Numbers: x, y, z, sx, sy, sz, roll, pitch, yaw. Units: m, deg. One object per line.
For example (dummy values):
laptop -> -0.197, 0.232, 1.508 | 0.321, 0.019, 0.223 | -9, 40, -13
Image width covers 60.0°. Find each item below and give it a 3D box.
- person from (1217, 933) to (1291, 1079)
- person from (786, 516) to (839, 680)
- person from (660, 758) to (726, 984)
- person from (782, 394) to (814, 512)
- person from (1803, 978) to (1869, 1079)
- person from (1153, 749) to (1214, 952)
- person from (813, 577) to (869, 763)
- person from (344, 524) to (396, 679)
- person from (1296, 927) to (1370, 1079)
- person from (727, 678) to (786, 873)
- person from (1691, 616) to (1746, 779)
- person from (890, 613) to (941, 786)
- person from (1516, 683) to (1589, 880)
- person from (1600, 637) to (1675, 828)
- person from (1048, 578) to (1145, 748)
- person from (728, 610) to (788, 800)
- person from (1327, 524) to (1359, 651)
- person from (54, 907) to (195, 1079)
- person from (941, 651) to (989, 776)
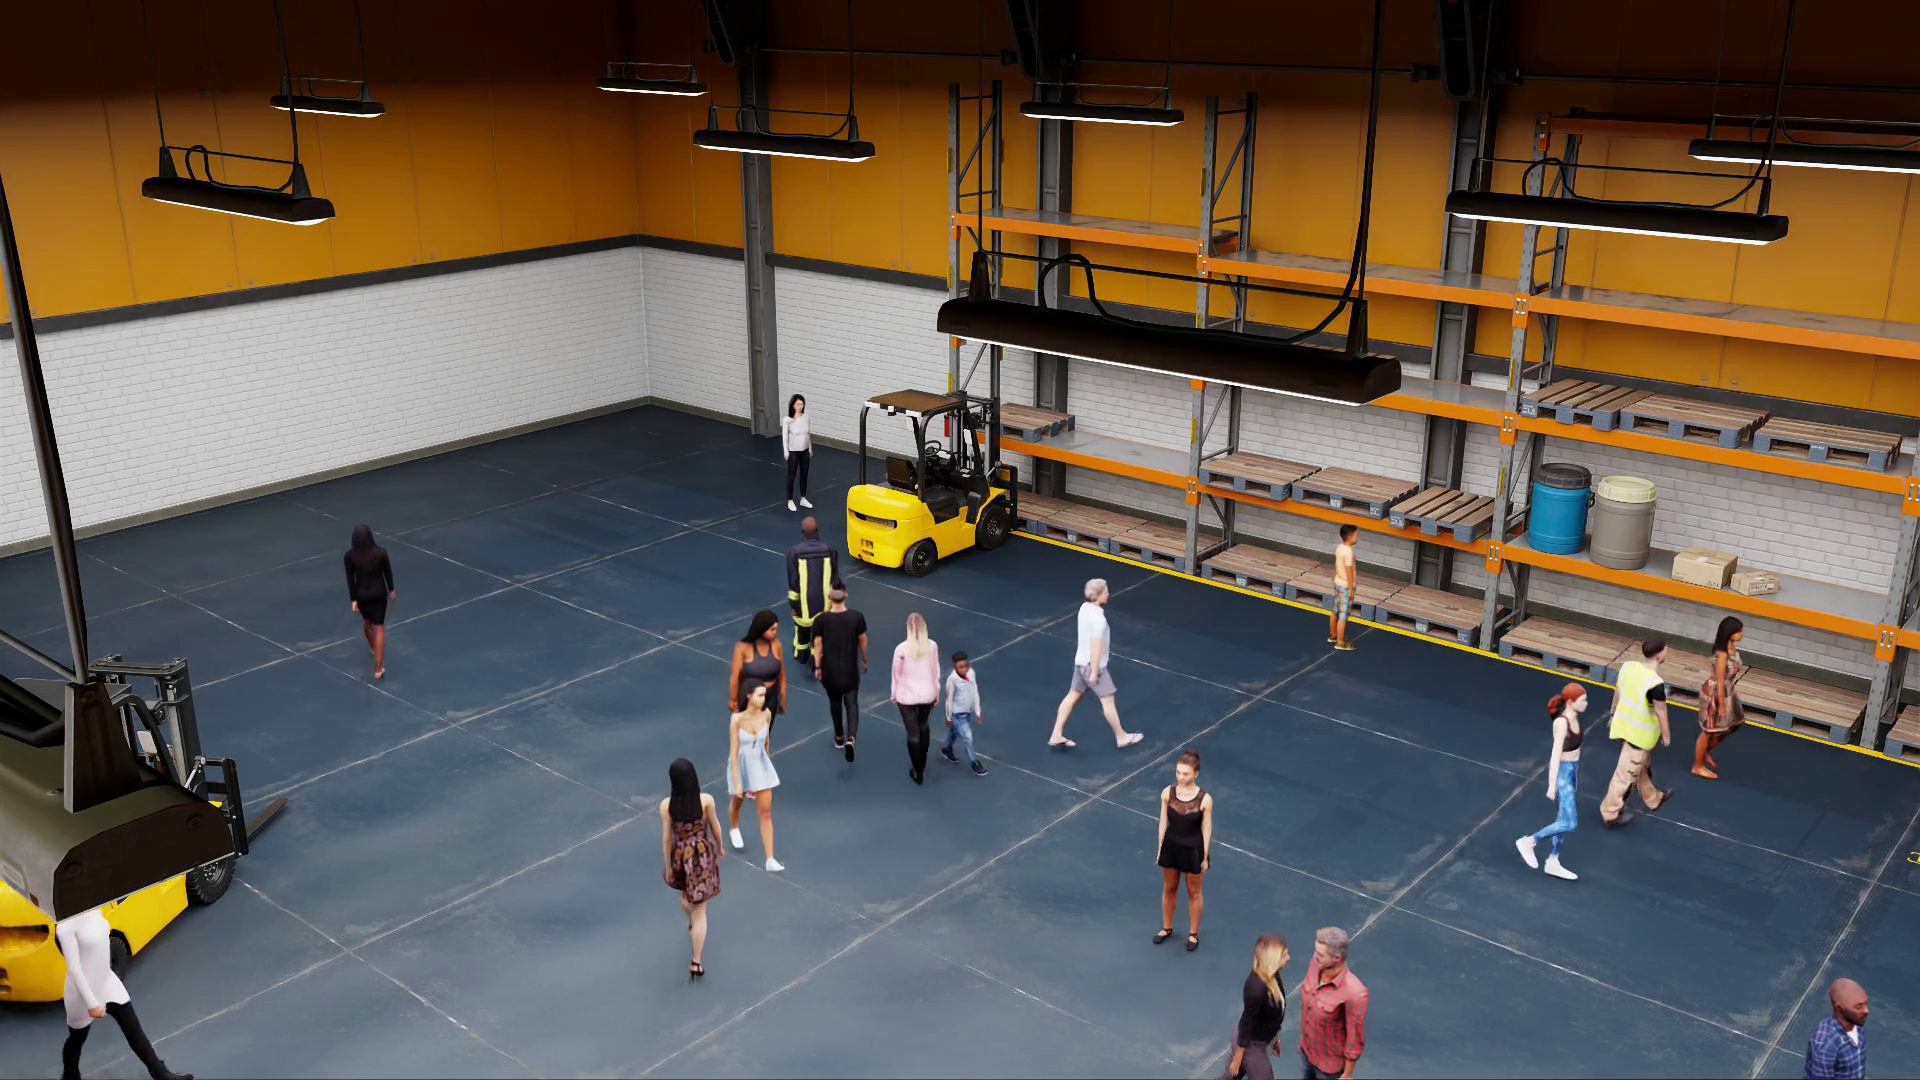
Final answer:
person -> 1.773, 3.252, 10.647 | 0.982, 1.628, 0.806 | 7, 20, 19
person -> -1.583, 0.655, 18.107 | 1.093, 1.789, 1.216 | -5, 19, -15
person -> -2.038, 2.532, 12.613 | 1.027, 1.738, 1.079 | -1, 19, -2
person -> -2.346, -1.285, 24.007 | 0.664, 1.701, 0.629 | -14, 23, -35
person -> 5.140, 3.406, 9.892 | 0.687, 1.819, 0.642 | -16, 24, -39
person -> 1.764, 2.424, 13.034 | 0.580, 1.674, 0.697 | 8, 20, 23
person -> -1.150, 1.273, 16.187 | 1.104, 1.844, 1.183 | -2, 19, -6
person -> -6.432, 0.688, 18.202 | 1.104, 1.665, 1.255 | -4, 19, -12
person -> 2.316, 3.216, 10.439 | 0.826, 1.830, 0.685 | -7, 20, -20
person -> -1.860, 1.983, 14.356 | 0.907, 1.667, 1.267 | -10, 21, -27
person -> 7.153, 1.484, 15.884 | 0.589, 1.637, 0.626 | 15, 24, 37
person -> -0.391, 1.521, 15.719 | 0.771, 1.673, 0.856 | -8, 20, -21
person -> 5.019, 2.024, 14.065 | 0.774, 1.775, 0.612 | 11, 22, 30
person -> 5.991, 1.740, 14.862 | 1.151, 1.805, 1.150 | -5, 19, -13
person -> 1.196, 1.254, 16.341 | 1.129, 1.782, 1.193 | -5, 19, -15
person -> -1.932, 1.482, 15.663 | 0.819, 1.781, 0.836 | -9, 20, -24
person -> 4.394, 0.518, 19.029 | 0.658, 1.461, 0.586 | -3, 19, -8
person -> -5.900, 3.019, 11.139 | 1.216, 1.756, 1.037 | 2, 19, 6
person -> -0.021, 1.631, 16.095 | 0.501, 1.224, 0.883 | -18, 25, -42
